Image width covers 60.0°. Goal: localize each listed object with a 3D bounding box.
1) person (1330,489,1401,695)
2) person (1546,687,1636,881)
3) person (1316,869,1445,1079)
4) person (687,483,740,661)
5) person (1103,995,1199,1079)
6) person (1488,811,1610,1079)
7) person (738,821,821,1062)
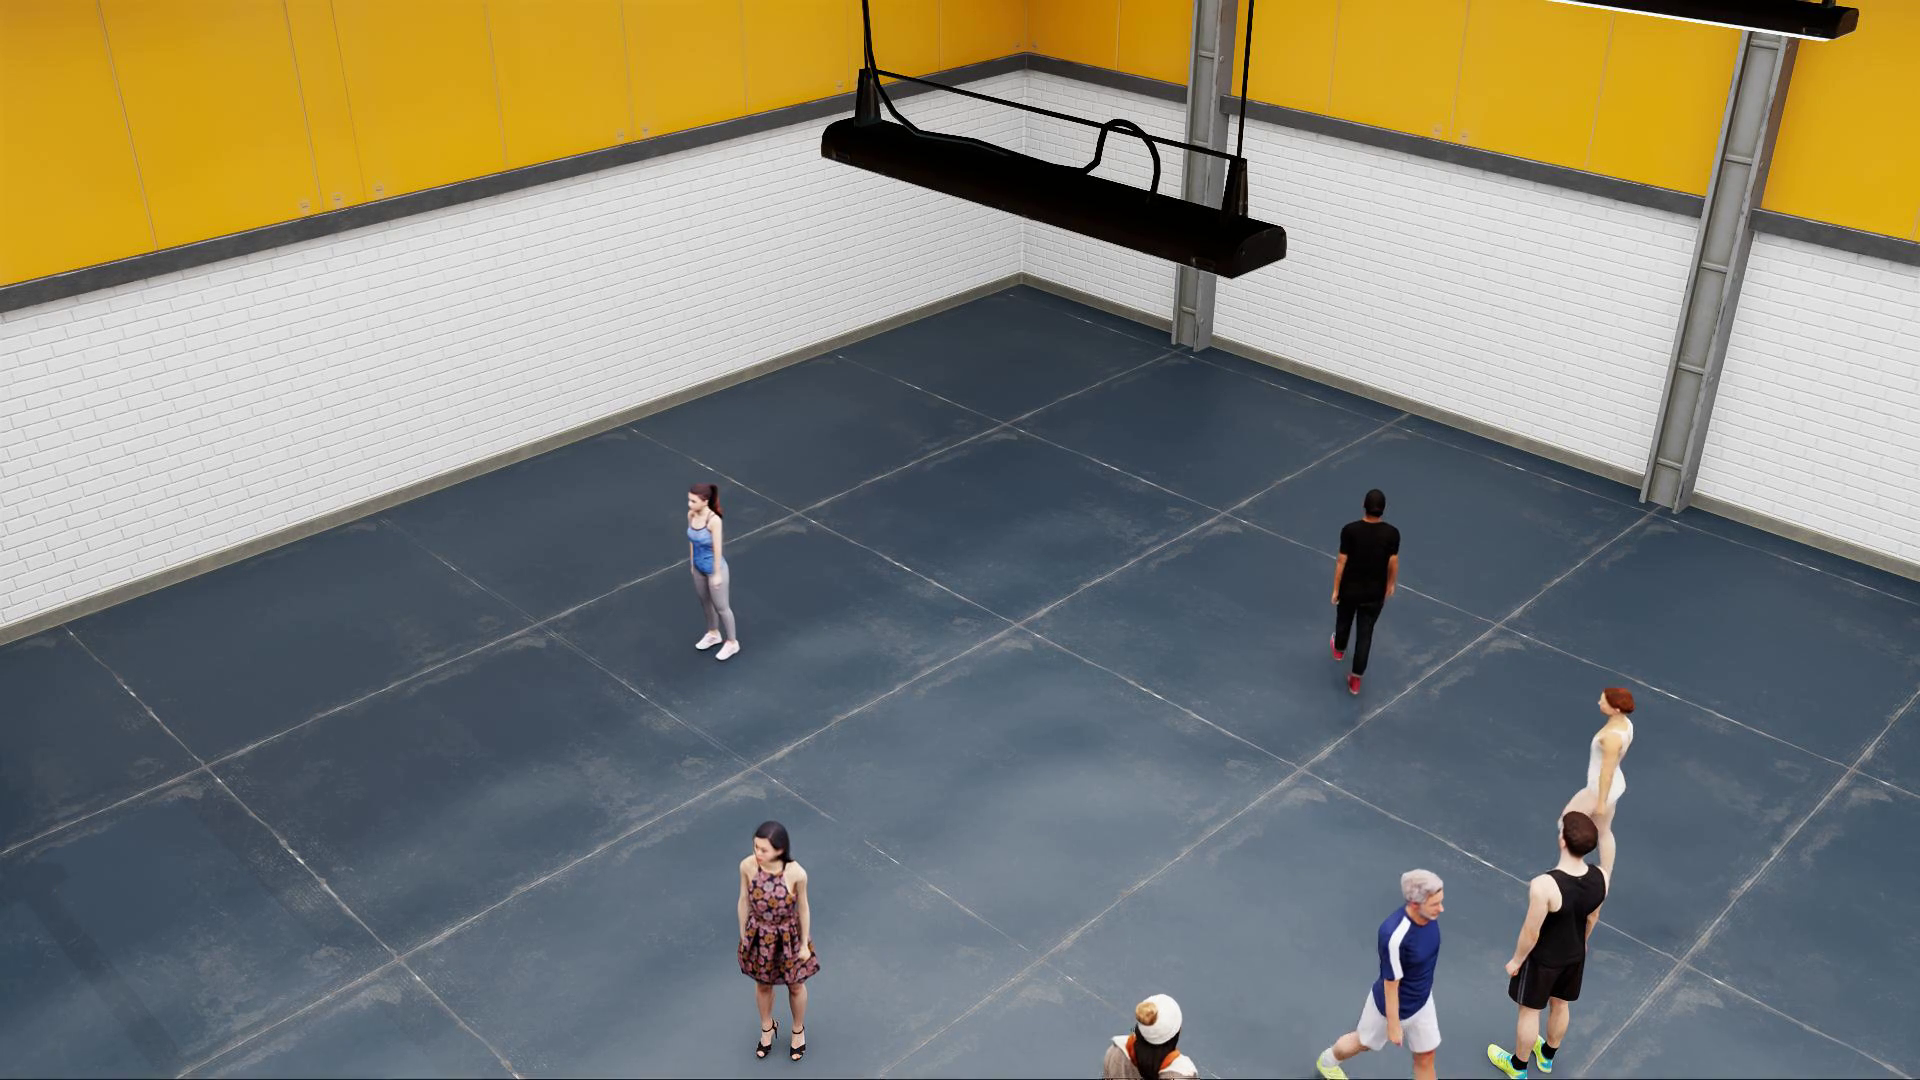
[{"bbox_3d":[3.247,0.447,13.407,1.064,1.729,1.071,4,29,7],"label":"person"},{"bbox_3d":[4.408,1.713,11.194,0.673,1.626,0.645,19,34,31],"label":"person"},{"bbox_3d":[2.423,2.571,9.449,1.189,1.791,0.665,24,37,37],"label":"person"},{"bbox_3d":[-2.088,0.241,13.915,0.446,1.605,0.608,24,37,37],"label":"person"},{"bbox_3d":[0.940,3.042,8.483,0.694,1.890,0.824,16,32,27],"label":"person"},{"bbox_3d":[3.454,2.385,9.686,0.763,1.892,0.747,-10,30,-17],"label":"person"},{"bbox_3d":[-1.082,2.376,9.826,0.787,1.774,0.862,5,29,8],"label":"person"}]
